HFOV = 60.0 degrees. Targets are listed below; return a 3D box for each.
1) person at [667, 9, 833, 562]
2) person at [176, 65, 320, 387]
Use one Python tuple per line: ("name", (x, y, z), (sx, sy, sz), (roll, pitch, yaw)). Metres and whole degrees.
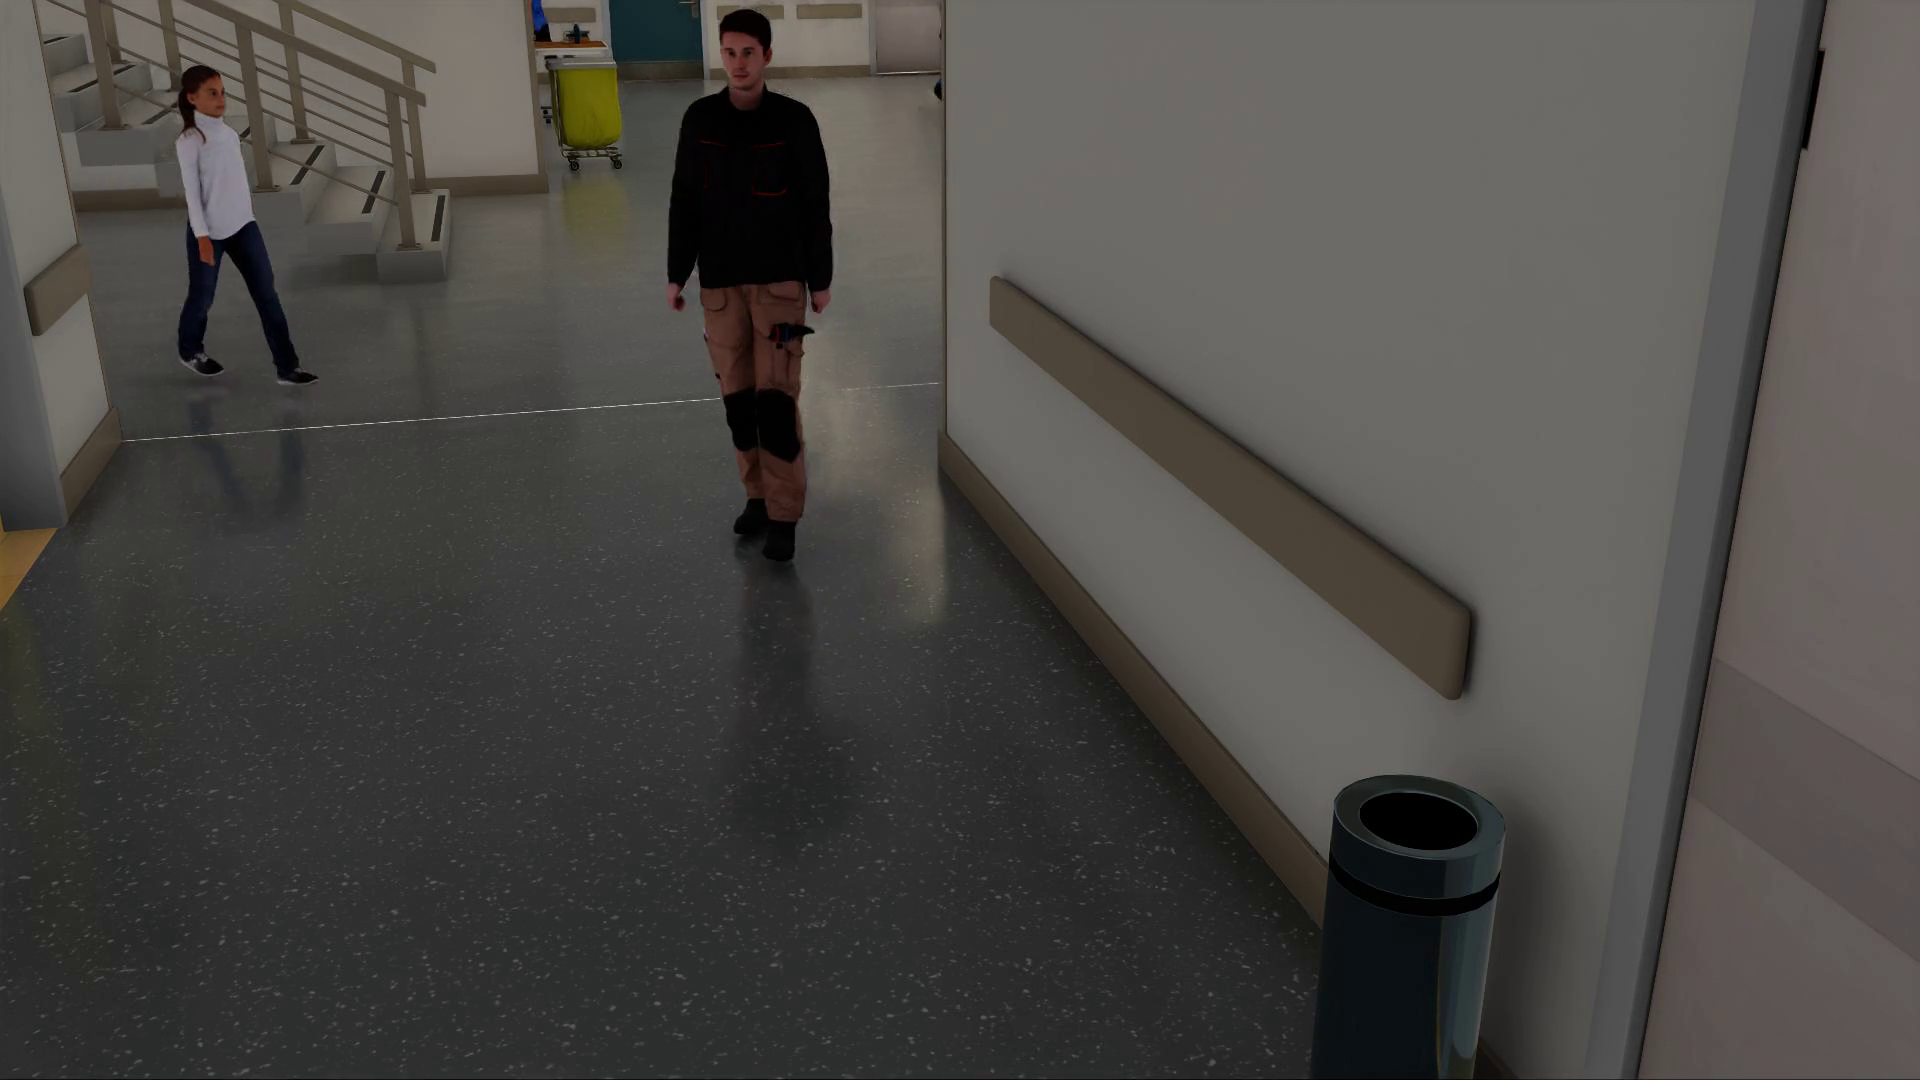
("person", (-0.727, -0.931, 6.055), (0.949, 1.905, 0.979), (5, 21, 13))
("person", (-3.628, -1.476, 8.045), (1.099, 1.515, 1.027), (11, 23, 26))
